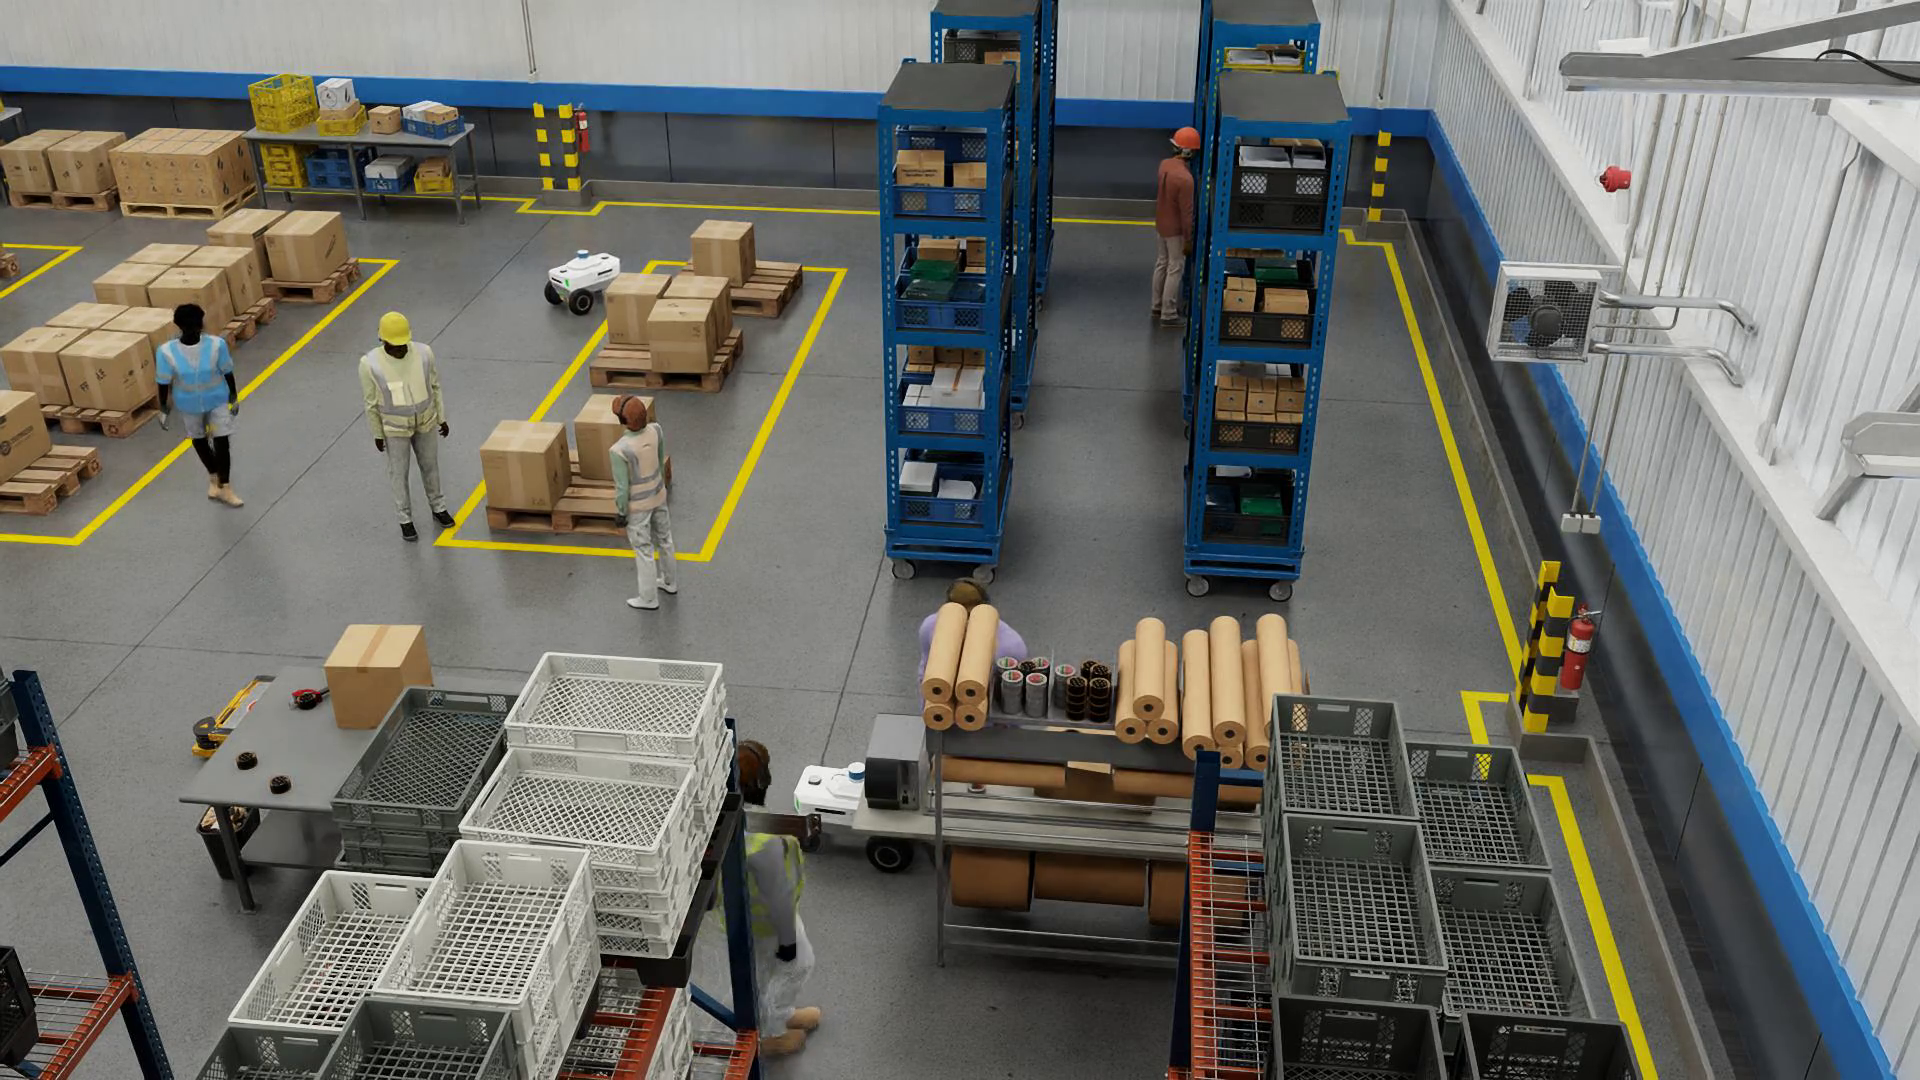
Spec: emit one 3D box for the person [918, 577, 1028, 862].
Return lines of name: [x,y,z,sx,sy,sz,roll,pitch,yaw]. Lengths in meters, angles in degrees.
person: [0.064,1.020,9.263,0.629,1.930,0.370,12,32,20]

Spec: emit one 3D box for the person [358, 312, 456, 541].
person: [-4.183,-0.885,12.634,0.588,1.823,0.403,-21,36,-32]

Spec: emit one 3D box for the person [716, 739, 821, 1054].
person: [-0.954,1.760,8.100,0.462,1.814,0.664,-16,34,-25]

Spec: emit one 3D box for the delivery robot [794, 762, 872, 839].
delivery robot: [-0.594,1.514,9.676,0.707,0.478,0.477,6,31,10]

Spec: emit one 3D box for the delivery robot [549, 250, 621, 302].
delivery robot: [-3.807,-2.708,16.928,0.477,0.478,0.707,25,39,36]

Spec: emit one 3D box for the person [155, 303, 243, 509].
person: [-5.977,-1.064,13.079,0.609,1.674,0.506,-13,33,-22]

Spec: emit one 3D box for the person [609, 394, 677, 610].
person: [-2.245,-0.267,11.750,0.315,1.641,0.515,16,34,26]

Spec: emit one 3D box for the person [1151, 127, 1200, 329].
person: [2.107,-3.033,16.172,0.412,1.982,0.622,-10,32,-17]
